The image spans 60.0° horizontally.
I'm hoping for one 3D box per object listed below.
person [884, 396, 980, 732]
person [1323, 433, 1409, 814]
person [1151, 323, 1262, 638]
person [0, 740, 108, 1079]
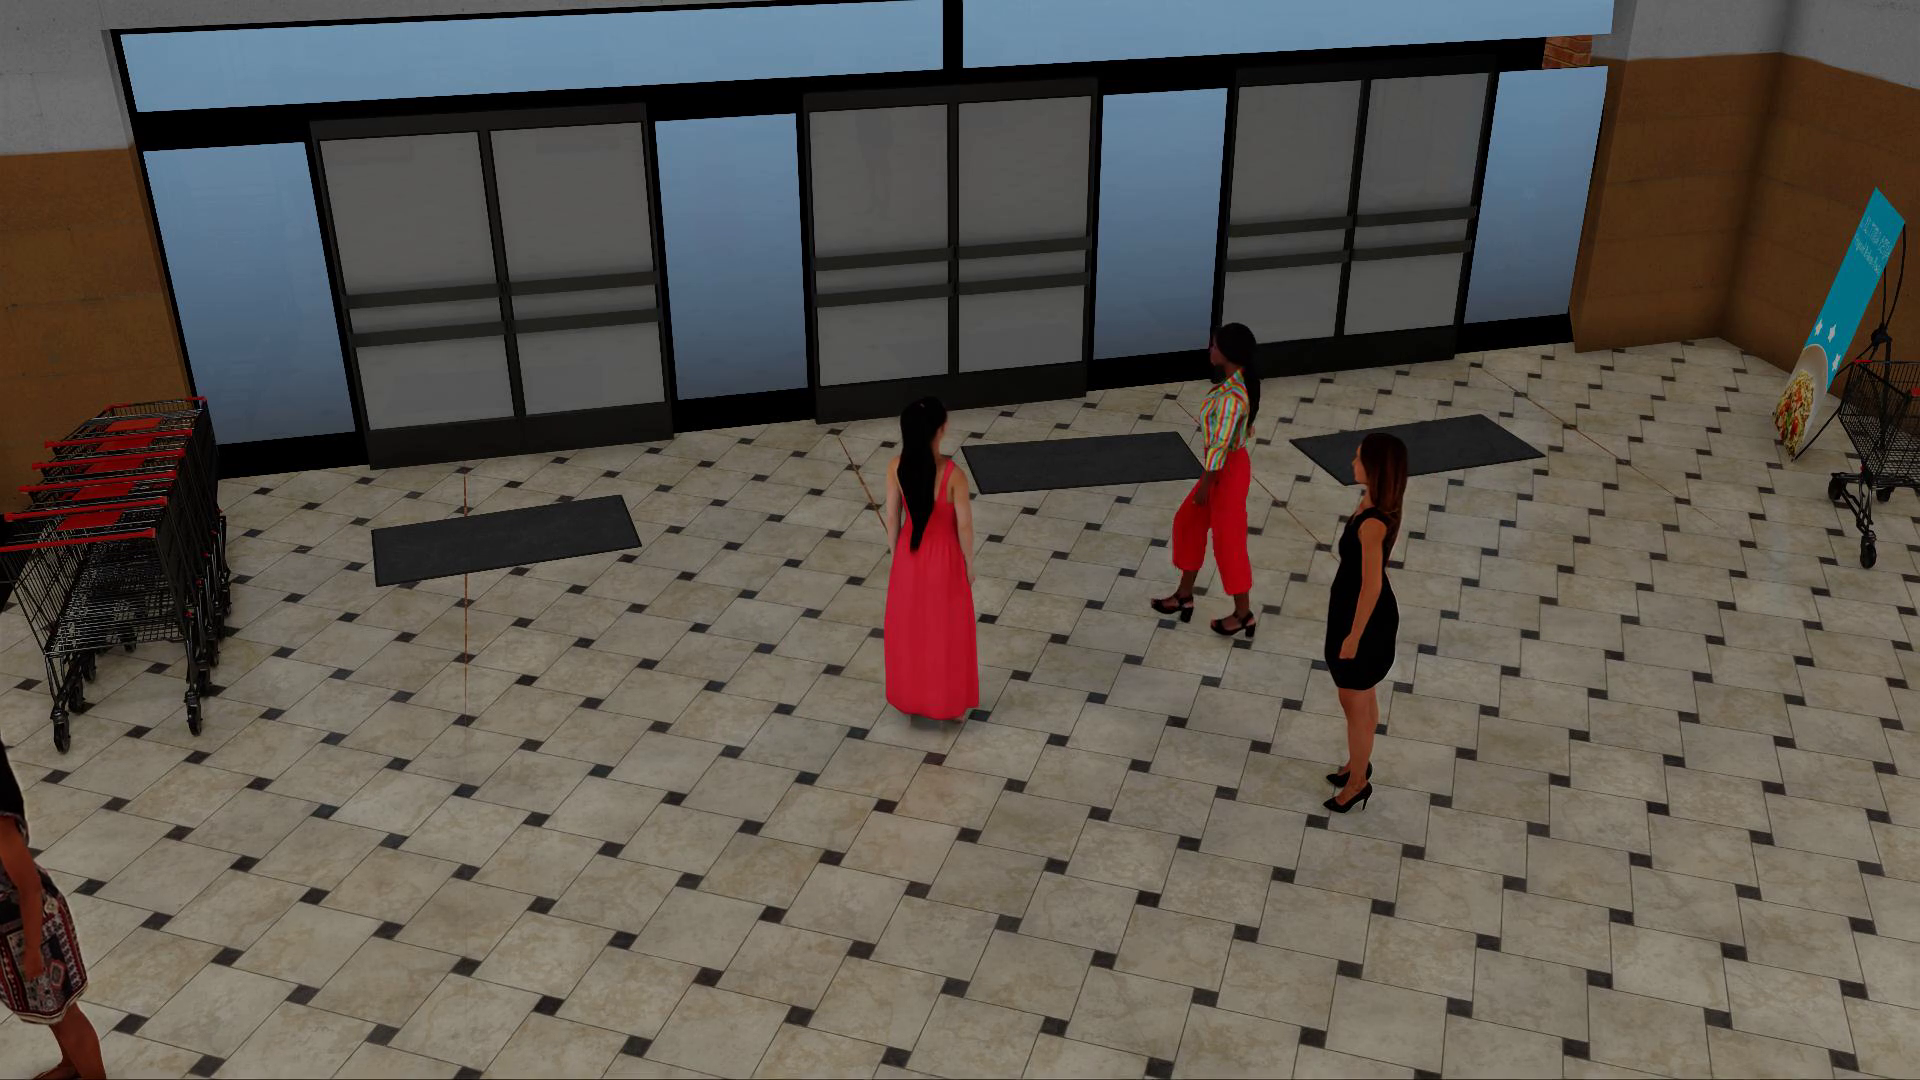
[{"bbox_3d":[-0.147,0.130,7.944,0.716,1.725,0.750,10,28,18],"label":"person"},{"bbox_3d":[1.768,0.387,7.315,0.726,1.834,0.630,8,28,16],"label":"person"},{"bbox_3d":[1.476,-0.260,8.660,0.880,1.774,0.870,8,28,15],"label":"person"},{"bbox_3d":[-3.222,1.307,5.710,0.784,1.645,0.641,-23,35,-37],"label":"person"}]
